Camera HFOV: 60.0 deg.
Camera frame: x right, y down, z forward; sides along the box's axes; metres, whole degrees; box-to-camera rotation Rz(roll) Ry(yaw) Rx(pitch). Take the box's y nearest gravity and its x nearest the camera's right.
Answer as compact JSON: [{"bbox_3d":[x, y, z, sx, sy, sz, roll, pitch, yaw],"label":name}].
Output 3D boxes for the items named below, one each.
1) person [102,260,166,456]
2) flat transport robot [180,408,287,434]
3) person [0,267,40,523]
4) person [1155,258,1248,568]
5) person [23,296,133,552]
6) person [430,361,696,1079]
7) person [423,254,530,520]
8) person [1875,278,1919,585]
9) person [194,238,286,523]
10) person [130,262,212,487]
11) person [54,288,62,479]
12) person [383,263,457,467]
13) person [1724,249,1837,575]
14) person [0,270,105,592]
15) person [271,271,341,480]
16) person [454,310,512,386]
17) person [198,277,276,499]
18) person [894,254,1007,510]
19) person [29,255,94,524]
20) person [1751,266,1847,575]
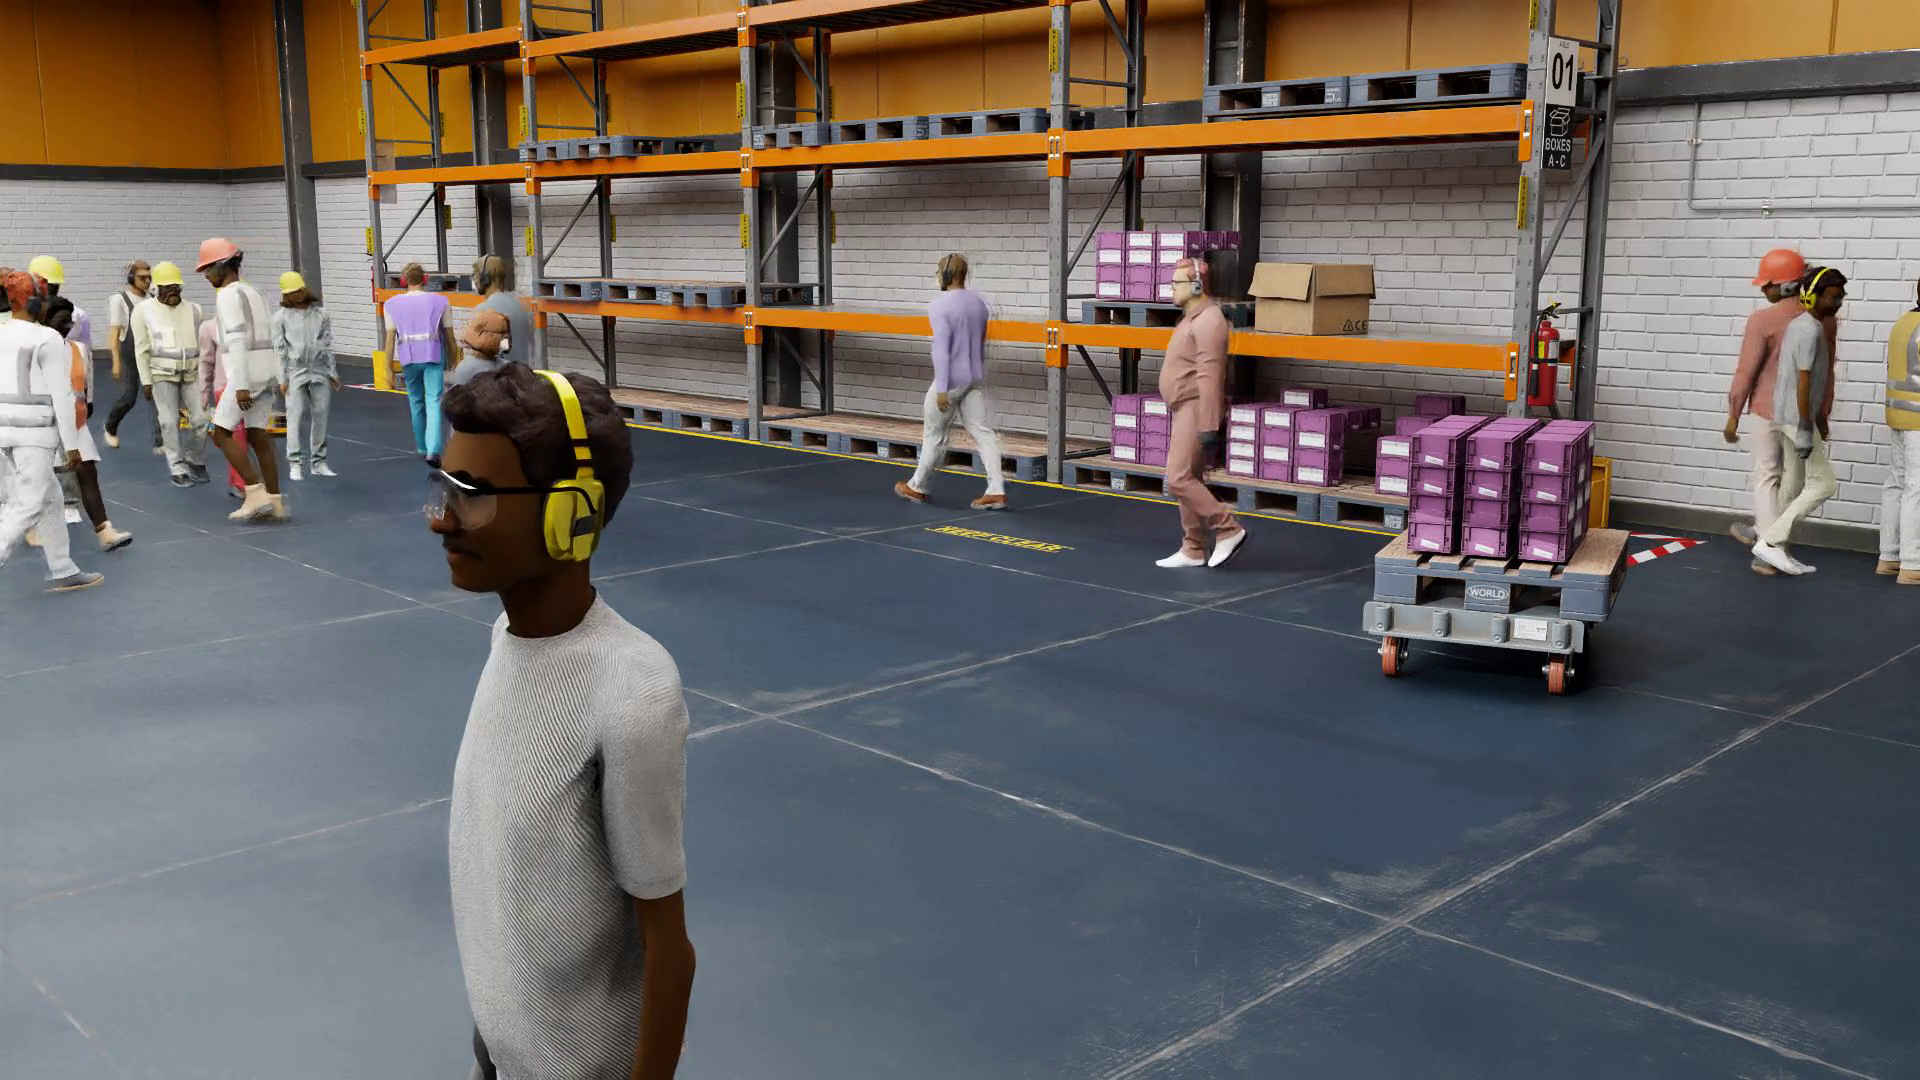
[{"bbox_3d":[-7.627,-1.677,15.356,0.870,1.816,0.524,6,12,31],"label":"person"},{"bbox_3d":[-7.452,-1.222,17.037,1.431,0.197,0.652,10,14,43],"label":"flat transport robot"},{"bbox_3d":[-6.446,-0.935,11.287,0.674,1.805,0.554,6,12,28],"label":"person"},{"bbox_3d":[1.421,-0.743,10.024,0.462,1.893,0.643,0,10,0],"label":"person"},{"bbox_3d":[-5.759,-0.734,10.633,0.915,1.638,0.549,5,12,27],"label":"person"},{"bbox_3d":[-0.522,0.713,2.150,0.329,1.862,0.508,-8,13,-36],"label":"person"},{"bbox_3d":[-3.190,-0.988,11.348,1.001,1.885,0.659,2,11,12],"label":"person"},{"bbox_3d":[5.630,-0.661,9.694,0.429,1.843,0.633,1,10,8],"label":"person"},{"bbox_3d":[-5.044,-1.101,11.665,0.555,1.997,0.663,0,10,-2],"label":"person"},{"bbox_3d":[-6.306,-1.319,13.371,0.415,1.807,0.623,9,14,41],"label":"person"},{"bbox_3d":[-7.692,-1.401,13.945,0.981,1.770,0.605,10,14,43],"label":"person"},{"bbox_3d":[-4.746,-1.541,14.662,0.598,1.792,0.981,-3,11,-14],"label":"person"},{"bbox_3d":[4.940,-0.797,10.192,0.662,1.929,0.802,-3,11,-14],"label":"person"},{"bbox_3d":[-5.170,-0.546,9.097,0.587,1.849,0.910,5,12,26],"label":"person"},{"bbox_3d":[-5.449,-1.354,13.871,0.520,1.733,0.320,-10,14,-42],"label":"person"},{"bbox_3d":[-2.619,-0.504,9.474,0.704,1.599,0.522,3,11,17],"label":"person"},{"bbox_3d":[-5.423,-1.121,12.536,0.888,1.710,0.513,10,14,44],"label":"person"},{"bbox_3d":[-0.041,-1.167,12.335,1.047,1.884,0.646,9,13,39],"label":"person"},{"bbox_3d":[-6.536,-1.090,11.923,0.604,1.892,0.877,-7,12,-33],"label":"person"},{"bbox_3d":[4.996,-0.681,9.814,0.381,1.845,0.510,2,11,12],"label":"person"}]
